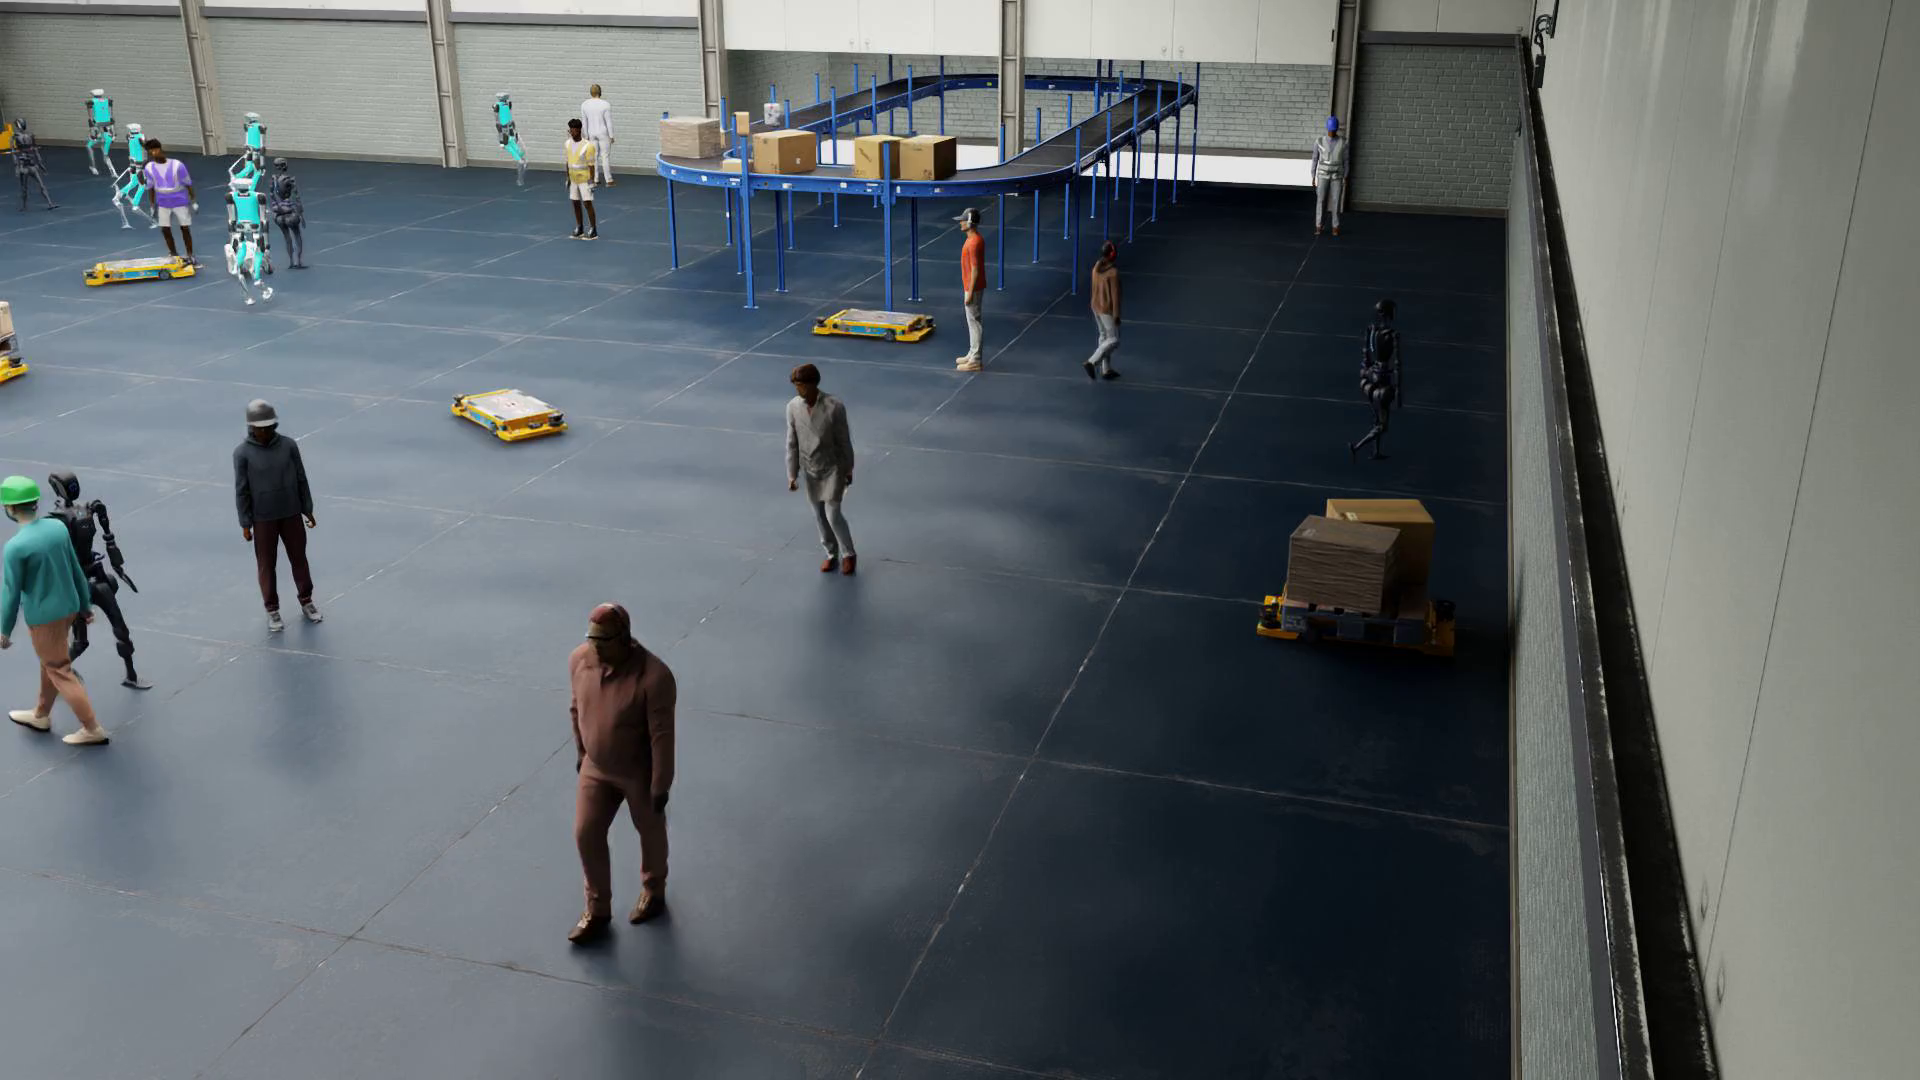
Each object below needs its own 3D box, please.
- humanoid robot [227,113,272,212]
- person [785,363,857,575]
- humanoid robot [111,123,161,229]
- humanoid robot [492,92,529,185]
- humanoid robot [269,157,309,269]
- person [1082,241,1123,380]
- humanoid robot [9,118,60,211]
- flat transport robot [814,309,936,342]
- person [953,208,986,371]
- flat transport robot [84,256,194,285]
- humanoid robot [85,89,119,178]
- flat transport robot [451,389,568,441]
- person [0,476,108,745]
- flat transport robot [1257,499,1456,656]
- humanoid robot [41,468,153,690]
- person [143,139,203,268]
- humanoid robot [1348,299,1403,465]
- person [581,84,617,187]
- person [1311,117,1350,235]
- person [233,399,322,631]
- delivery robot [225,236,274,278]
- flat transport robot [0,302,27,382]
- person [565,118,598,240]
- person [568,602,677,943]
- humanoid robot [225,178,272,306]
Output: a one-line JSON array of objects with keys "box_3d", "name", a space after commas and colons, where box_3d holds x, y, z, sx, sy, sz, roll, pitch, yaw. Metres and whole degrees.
[{"box_3d": [-12.565, -6.560, 29.235, 0.530, 1.776, 0.899, 13, 25, 31], "name": "humanoid robot"}, {"box_3d": [-1.144, -0.578, 13.551, 0.525, 1.799, 0.480, 6, 22, 15], "name": "person"}, {"box_3d": [-13.906, -6.038, 27.831, 0.562, 1.778, 0.886, 16, 26, 36], "name": "humanoid robot"}, {"box_3d": [-8.608, -7.766, 32.349, 0.783, 1.807, 0.533, 7, 22, 17], "name": "humanoid robot"}, {"box_3d": [-10.074, -4.896, 24.917, 0.594, 1.647, 0.361, 8, 23, 21], "name": "humanoid robot"}, {"box_3d": [1.645, -2.609, 19.041, 0.533, 1.635, 0.468, -13, 25, -30], "name": "person"}, {"box_3d": [-16.506, -6.648, 29.501, 0.732, 1.630, 0.599, 7, 22, 18], "name": "humanoid robot"}, {"box_3d": [-1.089, -2.752, 21.316, 1.431, 0.231, 0.659, 7, 22, 17], "name": "flat transport robot"}, {"box_3d": [0.115, -2.939, 19.522, 0.391, 1.912, 0.476, 0, 21, 0], "name": "person"}, {"box_3d": [-12.070, -3.963, 24.455, 1.431, 0.231, 0.659, -11, 23, -25], "name": "flat transport robot"}, {"box_3d": [-17.287, -8.123, 33.282, 1.016, 1.786, 0.535, 13, 25, 31], "name": "humanoid robot"}, {"box_3d": [-4.798, -1.342, 17.658, 0.659, 0.231, 1.431, -17, 27, -37], "name": "flat transport robot"}, {"box_3d": [-6.010, 0.471, 10.778, 0.792, 1.834, 0.559, 4, 21, 10], "name": "person"}, {"box_3d": [3.010, 0.603, 12.615, 1.431, 0.231, 0.659, 6, 22, 15], "name": "flat transport robot"}, {"box_3d": [-6.087, 0.278, 11.554, 0.722, 1.634, 0.591, 9, 23, 23], "name": "humanoid robot"}, {"box_3d": [-11.776, -5.026, 24.904, 0.707, 1.938, 0.370, -3, 21, -7], "name": "person"}, {"box_3d": [4.046, -1.549, 16.261, 0.618, 1.642, 0.600, -9, 23, -22], "name": "humanoid robot"}, {"box_3d": [-6.964, -7.802, 32.094, 0.627, 1.940, 0.371, 6, 22, 14], "name": "person"}, {"box_3d": [6.100, -6.005, 27.447, 0.619, 1.933, 0.416, 2, 21, 6], "name": "person"}, {"box_3d": [-5.166, -0.204, 12.573, 0.552, 1.805, 0.380, -15, 26, -34], "name": "person"}, {"box_3d": [-10.574, -4.190, 24.649, 0.781, 0.595, 0.499, 20, 29, 41], "name": "delivery robot"}, {"box_3d": [-11.713, -1.973, 19.295, 1.431, 0.231, 0.659, 2, 21, 5], "name": "flat transport robot"}, {"box_3d": [-6.169, -5.871, 27.069, 0.606, 1.958, 0.370, 13, 25, 31], "name": "person"}, {"box_3d": [-1.824, 1.240, 8.712, 0.679, 1.881, 0.755, 8, 22, 20], "name": "person"}, {"box_3d": [-9.599, -3.959, 22.400, 0.546, 1.734, 0.996, -2, 21, -4], "name": "humanoid robot"}]
